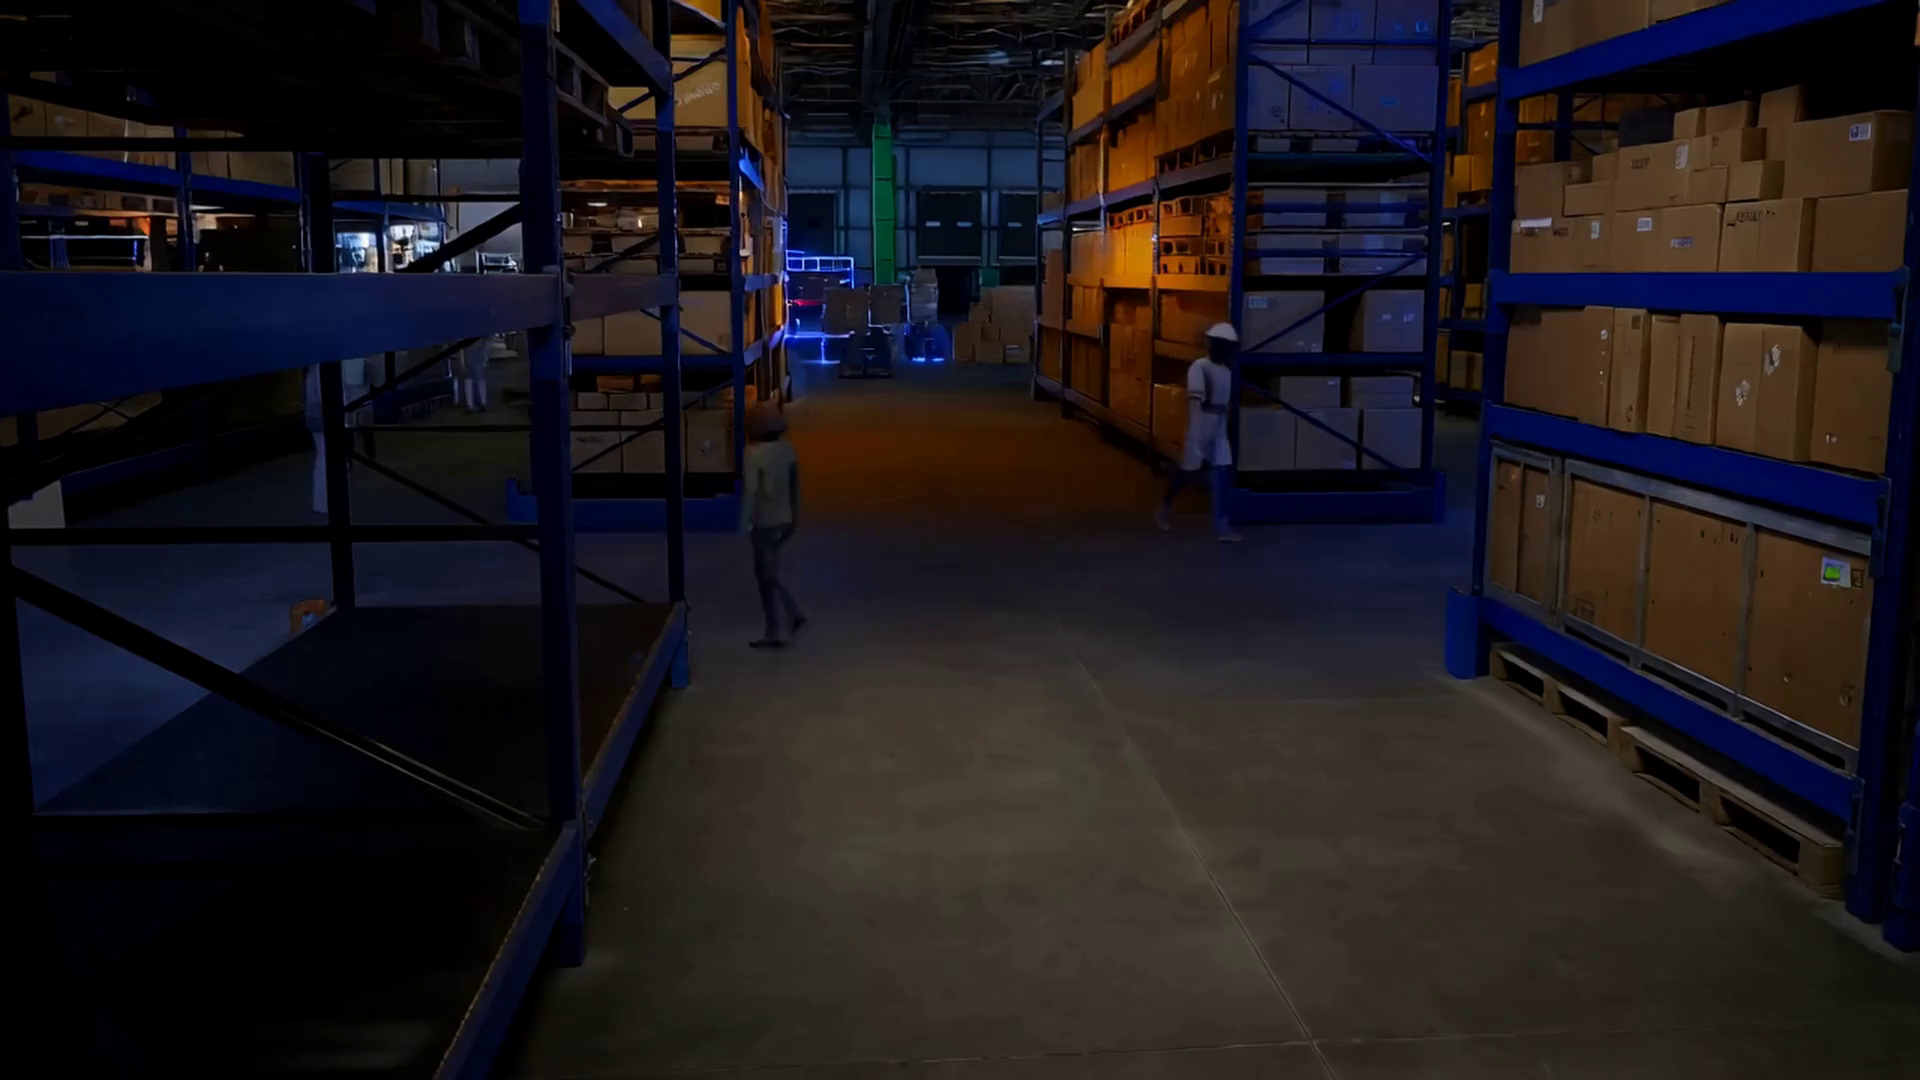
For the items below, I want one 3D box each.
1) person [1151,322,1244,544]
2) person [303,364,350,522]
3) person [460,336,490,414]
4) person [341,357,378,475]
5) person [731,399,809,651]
[{"bbox_3d":[2.204,-0.992,15.171,0.634,1.988,0.992,-8,12,-40],"label":"person"},{"bbox_3d":[-6.197,-1.094,16.300,0.433,1.831,0.666,-4,10,-23],"label":"person"},{"bbox_3d":[-8.483,-3.041,29.116,0.533,1.637,0.917,-1,9,-6],"label":"person"},{"bbox_3d":[-7.284,-1.625,20.035,0.535,1.699,0.318,-6,11,-33],"label":"person"},{"bbox_3d":[-1.243,-0.090,10.619,0.347,1.616,0.496,4,10,25],"label":"person"}]
